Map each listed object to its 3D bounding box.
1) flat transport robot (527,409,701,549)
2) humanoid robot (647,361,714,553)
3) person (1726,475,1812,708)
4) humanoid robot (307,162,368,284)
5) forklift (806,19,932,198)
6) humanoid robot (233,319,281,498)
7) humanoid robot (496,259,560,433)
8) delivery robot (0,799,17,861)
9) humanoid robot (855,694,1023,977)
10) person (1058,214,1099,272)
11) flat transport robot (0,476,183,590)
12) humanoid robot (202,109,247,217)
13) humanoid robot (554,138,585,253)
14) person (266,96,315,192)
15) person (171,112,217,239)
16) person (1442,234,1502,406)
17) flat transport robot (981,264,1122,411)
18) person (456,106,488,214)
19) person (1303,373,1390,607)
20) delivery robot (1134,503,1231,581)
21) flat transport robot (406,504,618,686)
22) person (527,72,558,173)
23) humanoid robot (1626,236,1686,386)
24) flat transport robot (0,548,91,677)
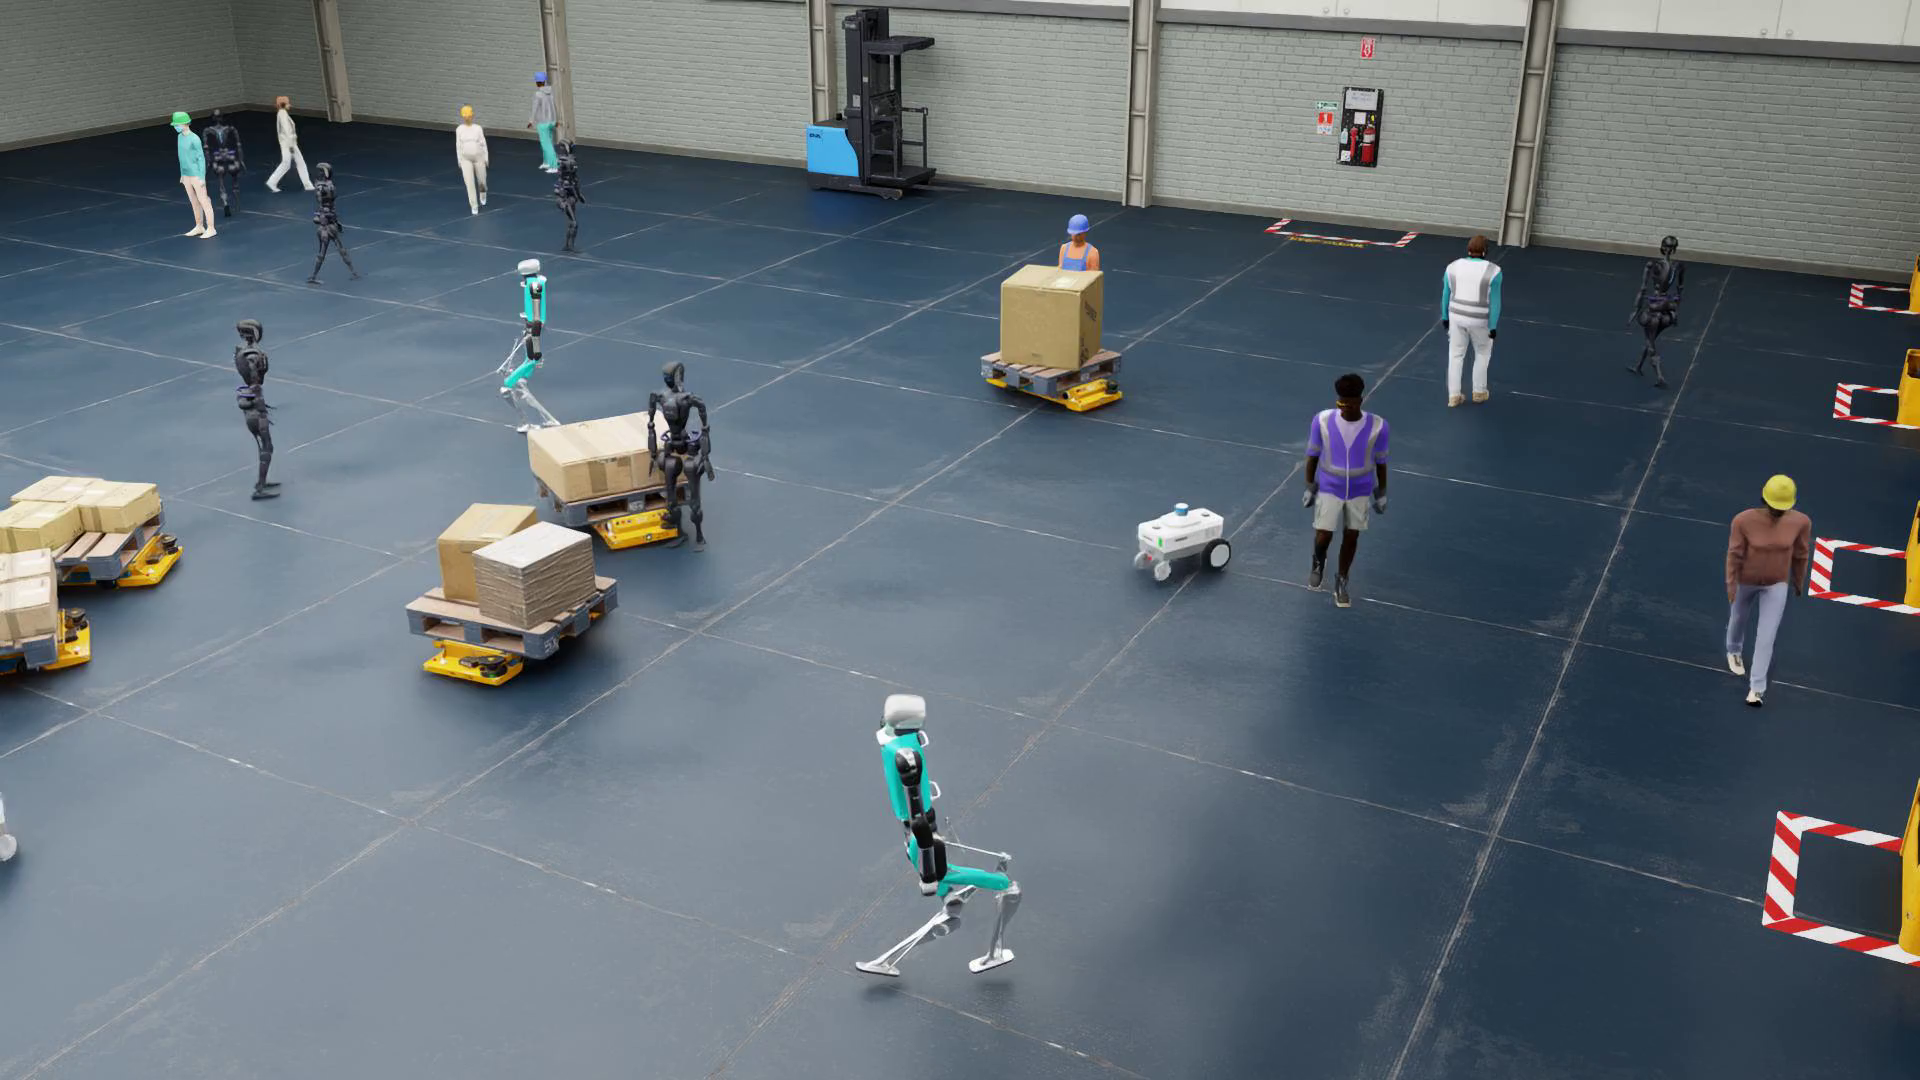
[{"bbox_3d":[-3.047,-0.291,14.840,0.659,0.231,1.431,-13,27,-28],"label":"flat transport robot"},{"bbox_3d":[-2.353,-0.712,14.030,0.601,1.651,0.324,6,24,13],"label":"humanoid robot"},{"bbox_3d":[5.627,0.301,11.654,0.540,1.683,0.965,8,24,17],"label":"person"},{"bbox_3d":[-8.471,-4.252,22.337,0.784,1.620,0.611,-1,23,-2],"label":"humanoid robot"},{"bbox_3d":[-1.573,-7.292,27.850,1.873,2.768,1.129,12,26,25],"label":"forklift"},{"bbox_3d":[-6.441,-1.216,15.214,0.333,1.642,0.599,-11,26,-24],"label":"humanoid robot"},{"bbox_3d":[-4.438,-1.922,16.797,0.738,1.799,0.554,-6,24,-15],"label":"humanoid robot"},{"bbox_3d":[-5.942,1.782,9.670,0.499,0.610,0.811,7,24,16],"label":"delivery robot"},{"bbox_3d":[-0.036,1.579,8.669,1.058,1.736,0.540,-5,24,-12],"label":"humanoid robot"},{"bbox_3d":[1.268,-2.615,18.175,0.512,1.909,0.363,12,26,26],"label":"person"},{"bbox_3d":[-7.266,0.189,13.724,1.431,0.231,0.659,-2,23,-5],"label":"flat transport robot"},{"bbox_3d":[-11.647,-5.991,26.341,0.603,1.637,0.638,-9,25,-19],"label":"humanoid robot"},{"bbox_3d":[-5.631,-4.961,23.939,0.422,1.645,0.599,6,24,13],"label":"humanoid robot"},{"bbox_3d":[-11.330,-6.648,27.940,0.799,1.604,0.525,-7,24,-16],"label":"person"},{"bbox_3d":[-11.454,-5.447,24.820,0.517,1.867,0.363,14,27,30],"label":"person"},{"bbox_3d":[5.442,-2.343,17.637,0.659,1.827,0.657,17,28,34],"label":"person"},{"bbox_3d":[1.004,-1.708,18.138,0.659,0.231,1.431,-21,31,-40],"label":"flat transport robot"},{"bbox_3d":[-7.783,-6.090,26.555,0.477,1.680,0.638,-6,24,-14],"label":"person"},{"bbox_3d":[3.015,-0.397,12.976,0.642,1.934,0.491,3,23,7],"label":"person"},{"bbox_3d":[1.834,-0.017,13.824,0.774,0.583,0.499,-14,27,-29],"label":"delivery robot"},{"bbox_3d":[-3.337,0.676,12.590,0.659,0.231,1.431,9,25,20],"label":"flat transport robot"},{"bbox_3d":[-7.446,-7.406,29.523,0.686,1.754,0.540,8,25,18],"label":"person"},{"bbox_3d":[7.695,-2.533,18.357,0.612,1.636,0.790,-7,24,-15],"label":"humanoid robot"},{"bbox_3d":[-7.176,0.853,12.176,1.431,0.231,0.659,-11,26,-24],"label":"flat transport robot"}]
